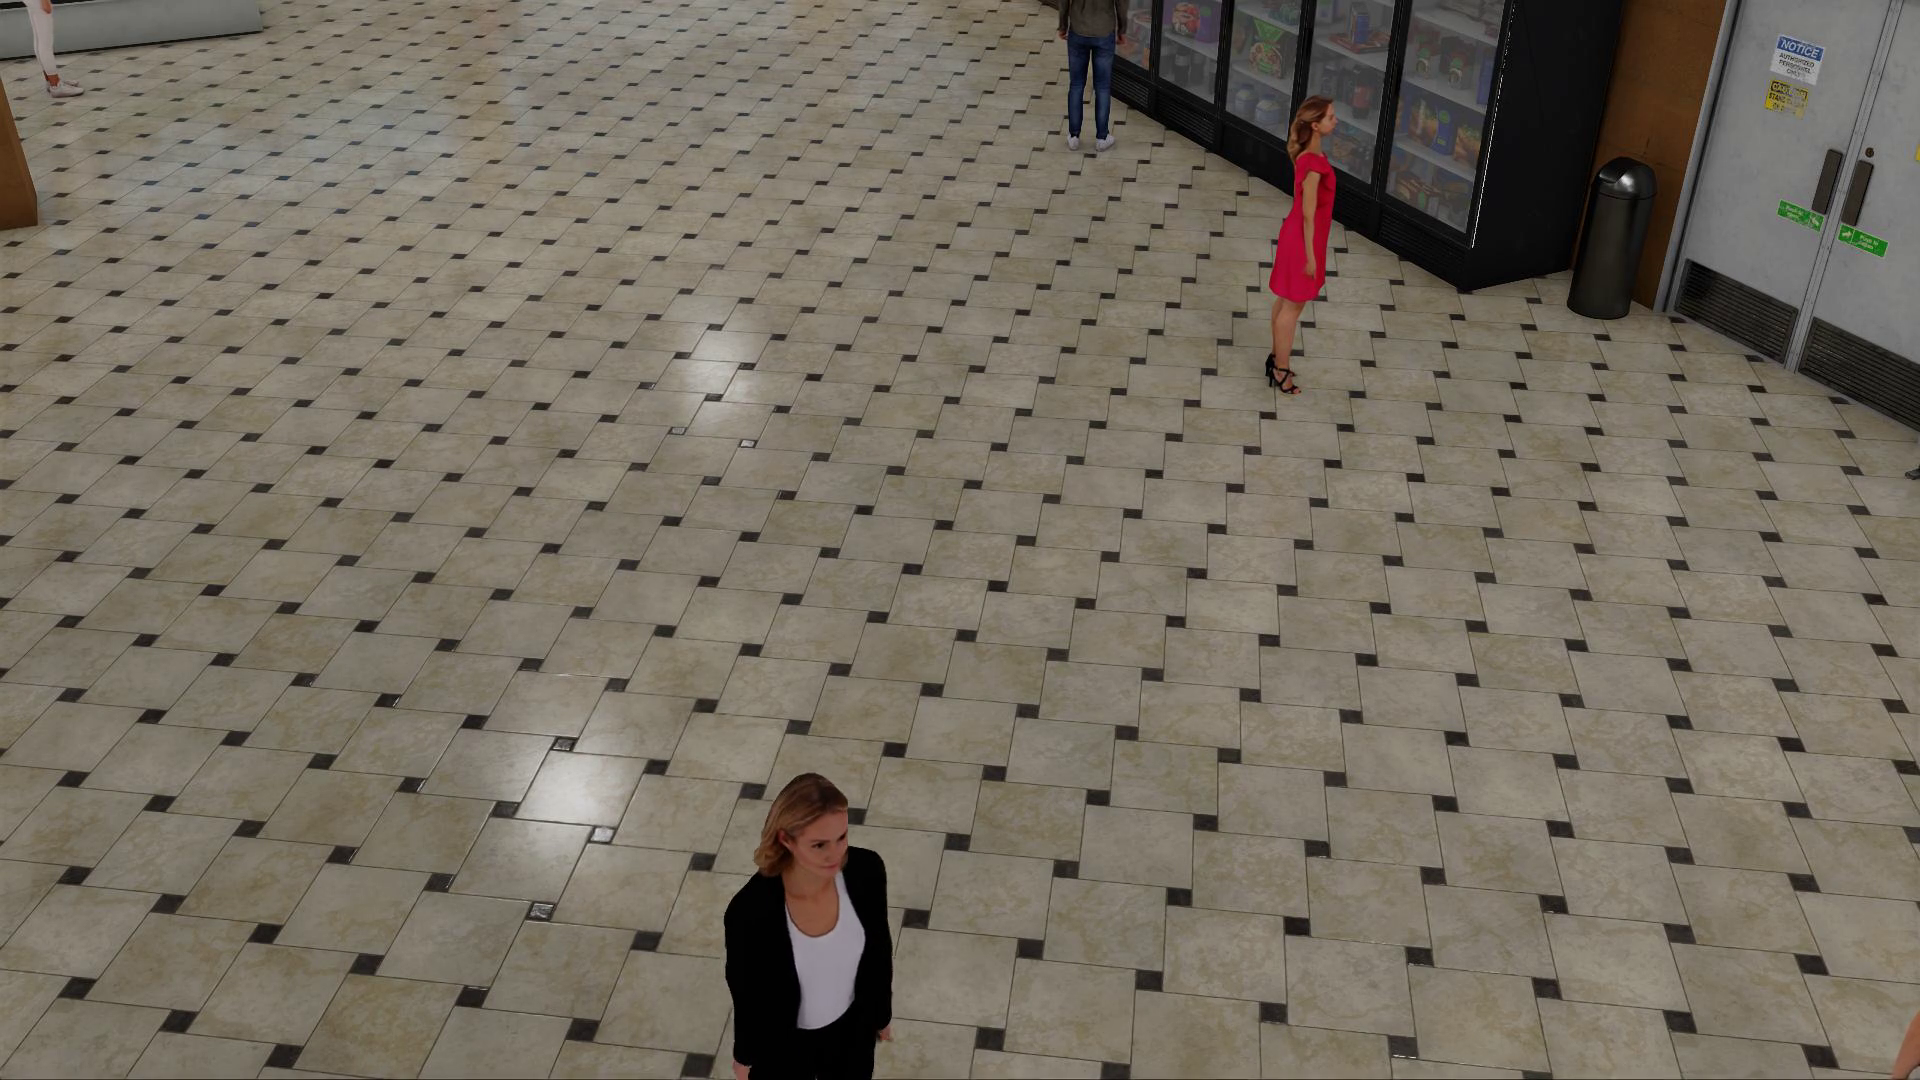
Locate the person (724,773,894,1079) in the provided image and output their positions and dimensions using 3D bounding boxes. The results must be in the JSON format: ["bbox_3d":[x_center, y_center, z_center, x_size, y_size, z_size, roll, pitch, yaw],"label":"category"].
[{"bbox_3d":[-0.451,1.317,4.589,0.640,1.784,0.713,-18,36,-26],"label":"person"}]

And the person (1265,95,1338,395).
[{"bbox_3d":[1.930,-1.679,9.456,0.692,1.728,0.666,3,32,5],"label":"person"}]

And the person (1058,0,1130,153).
[{"bbox_3d":[1.027,-3.986,13.036,0.737,1.864,0.851,5,32,8],"label":"person"}]

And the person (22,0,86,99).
[{"bbox_3d":[-7.996,-4.703,14.340,0.556,1.703,0.642,-19,37,-28],"label":"person"}]
